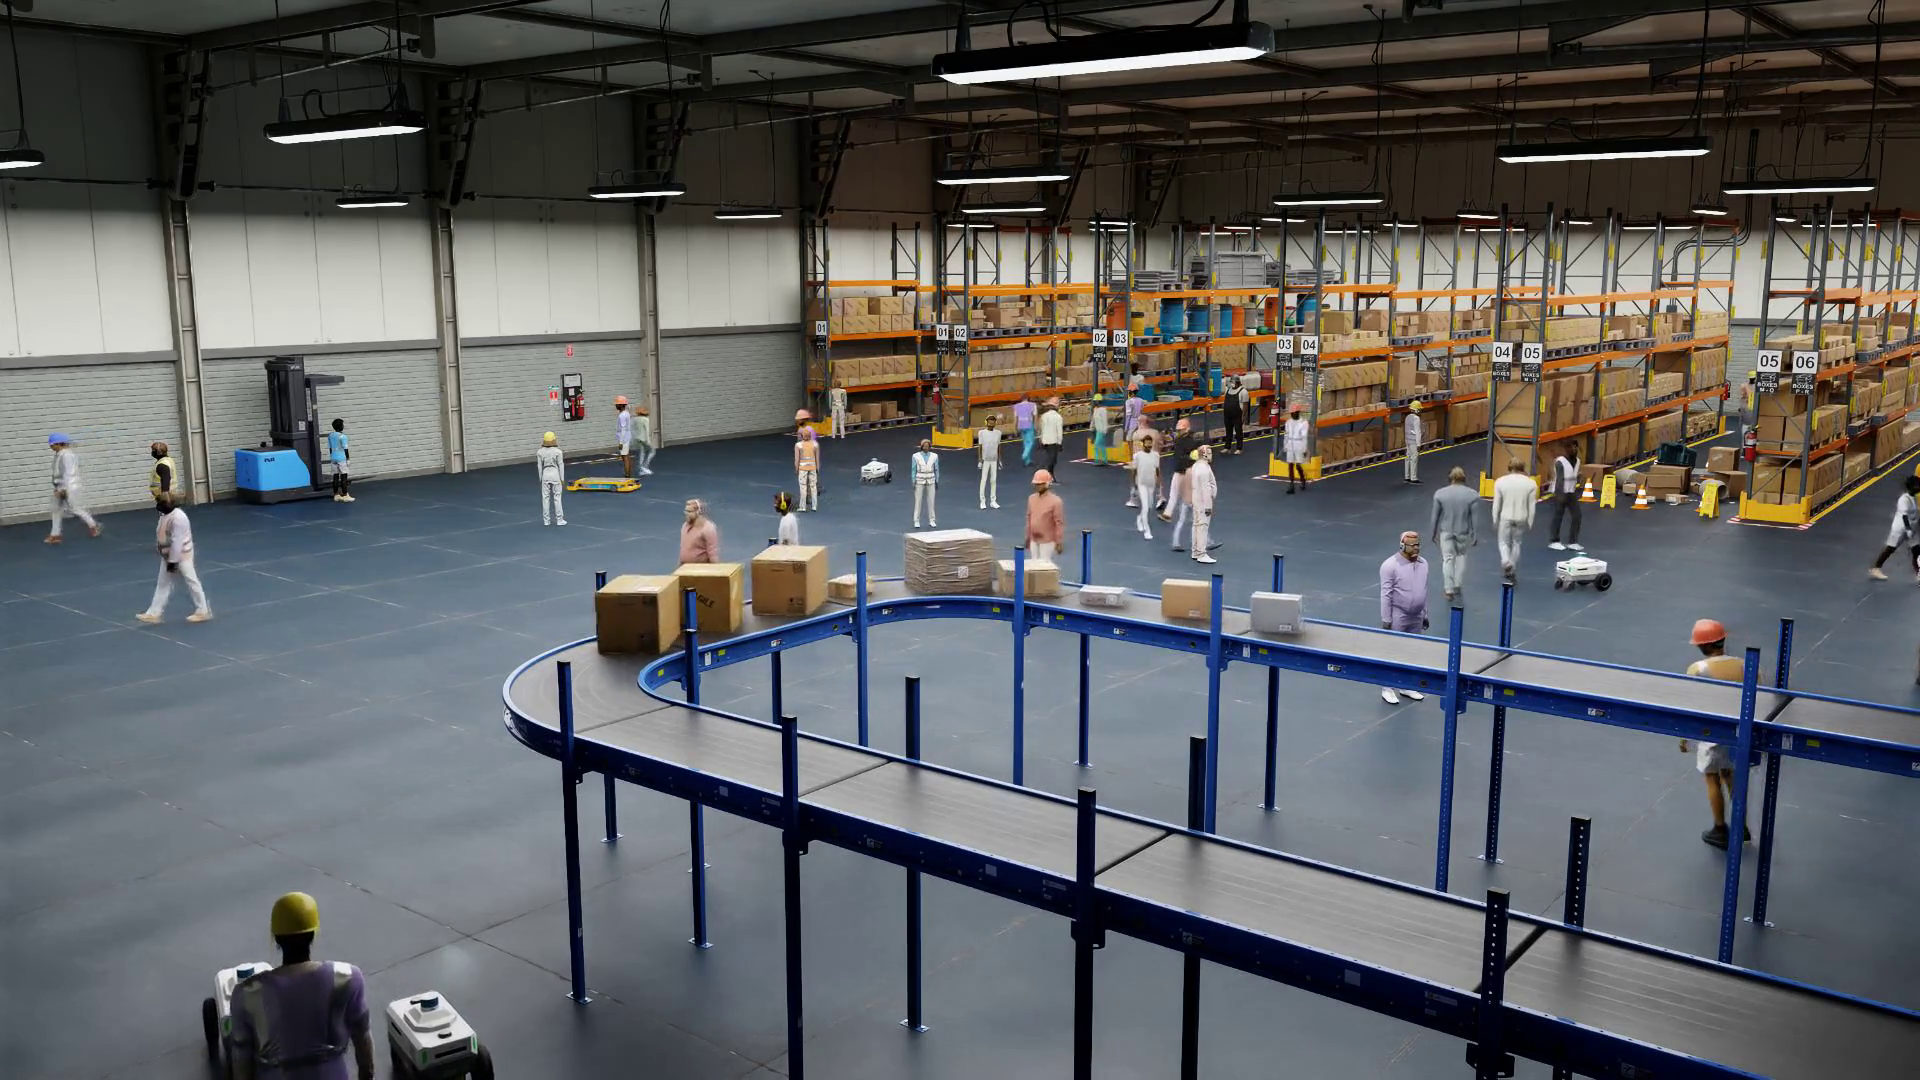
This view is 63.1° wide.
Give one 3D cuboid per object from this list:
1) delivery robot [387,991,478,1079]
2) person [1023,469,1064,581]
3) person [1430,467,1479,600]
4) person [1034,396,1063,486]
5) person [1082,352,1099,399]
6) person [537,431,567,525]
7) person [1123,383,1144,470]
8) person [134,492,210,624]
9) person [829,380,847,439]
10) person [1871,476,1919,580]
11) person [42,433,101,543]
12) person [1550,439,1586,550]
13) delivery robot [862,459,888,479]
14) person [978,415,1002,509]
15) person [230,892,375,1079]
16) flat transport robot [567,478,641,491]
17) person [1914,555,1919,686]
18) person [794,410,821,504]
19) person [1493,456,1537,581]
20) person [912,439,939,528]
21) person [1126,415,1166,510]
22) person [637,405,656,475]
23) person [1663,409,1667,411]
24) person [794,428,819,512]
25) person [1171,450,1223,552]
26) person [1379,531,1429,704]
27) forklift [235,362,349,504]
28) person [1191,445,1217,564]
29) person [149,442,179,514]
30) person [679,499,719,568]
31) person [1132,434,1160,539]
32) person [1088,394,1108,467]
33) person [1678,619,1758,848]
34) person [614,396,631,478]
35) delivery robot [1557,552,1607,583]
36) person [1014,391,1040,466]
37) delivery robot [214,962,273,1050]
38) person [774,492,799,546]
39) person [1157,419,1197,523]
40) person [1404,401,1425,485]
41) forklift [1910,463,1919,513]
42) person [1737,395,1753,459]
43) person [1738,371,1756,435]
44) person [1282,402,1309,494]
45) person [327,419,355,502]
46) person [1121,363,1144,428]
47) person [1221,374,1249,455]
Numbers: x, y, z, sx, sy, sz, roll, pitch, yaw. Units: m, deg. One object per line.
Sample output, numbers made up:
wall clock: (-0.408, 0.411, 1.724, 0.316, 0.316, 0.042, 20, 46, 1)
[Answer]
delivery robot: (-3.137, 2.928, 9.281, 0.477, 0.478, 0.707, -7, 12, -36)
person: (1.183, -0.019, 22.001, 0.496, 1.978, 0.620, -8, 13, -40)
person: (7.162, -0.115, 22.708, 0.661, 1.916, 0.699, 2, 10, 13)
person: (1.908, -2.125, 33.927, 0.804, 1.969, 0.619, -7, 12, -35)
person: (4.234, -5.136, 50.916, 0.633, 1.938, 0.356, 7, 12, 35)
person: (-7.564, -1.143, 28.985, 0.487, 1.746, 0.289, 1, 10, 4)
person: (4.048, -2.679, 36.795, 0.383, 2.041, 0.616, 9, 14, 42)
person: (-10.604, 0.251, 20.984, 0.639, 1.793, 0.932, 9, 13, 41)
person: (-3.369, -3.607, 43.183, 0.508, 1.629, 0.314, 1, 10, 5)
person: (14.374, -0.167, 23.770, 0.541, 1.648, 0.892, -7, 12, -33)
person: (-15.586, -0.931, 27.326, 0.607, 1.918, 0.868, 7, 12, 35)
person: (10.302, -0.756, 26.385, 0.593, 1.890, 0.735, -5, 11, -28)
delivery robot: (-1.881, -1.553, 34.499, 0.477, 0.478, 0.707, 5, 11, 25)
person: (0.596, -1.555, 30.974, 0.510, 1.865, 0.329, -4, 11, -21)
person: (-3.148, 2.589, 7.533, 0.622, 1.892, 0.828, -4, 11, -23)
flat transport robot: (-7.642, -1.199, 33.567, 1.431, 0.197, 0.652, 1, 10, 6)
person: (11.368, 0.734, 18.066, 0.936, 1.866, 0.623, -7, 12, -33)
person: (-3.120, -1.663, 31.421, 0.429, 1.918, 0.562, -6, 12, -32)
person: (8.435, -0.308, 23.814, 0.626, 1.924, 0.558, 2, 10, 12)
person: (-0.633, -1.044, 28.749, 0.520, 1.634, 0.309, -2, 10, -12)
person: (3.704, -1.540, 30.910, 0.659, 1.869, 0.930, -6, 12, -31)
person: (-7.170, -2.283, 35.733, 0.405, 1.616, 0.534, -8, 13, -39)
person: (20.385, -4.209, 45.405, 0.612, 2.043, 0.374, 4, 11, 24)
person: (-2.986, -1.365, 30.531, 0.520, 1.640, 0.307, -5, 11, -27)
person: (3.974, -0.655, 26.281, 0.893, 1.721, 0.543, -3, 10, -15)
person: (4.946, 0.846, 17.335, 0.639, 1.910, 0.407, -5, 11, -26)
forklift: (-13.803, -2.244, 32.110, 1.129, 2.768, 1.873, 8, 13, 37)
person: (3.971, -0.594, 25.430, 0.408, 1.913, 0.641, -1, 10, -7)
person: (-13.448, -0.739, 26.443, 0.430, 1.845, 0.623, -4, 11, -21)
person: (-3.329, 0.388, 20.038, 0.981, 1.867, 0.663, -9, 13, -40)
person: (3.296, -0.986, 27.850, 0.522, 1.845, 0.818, -3, 10, -15)
person: (3.259, -2.606, 37.238, 0.706, 1.744, 0.542, -3, 11, -17)
person: (6.332, 1.606, 13.096, 0.579, 1.890, 0.535, -1, 10, -6)
person: (-7.418, -2.208, 34.426, 0.347, 1.943, 0.545, -1, 10, -4)
delivery robot: (9.277, 0.428, 23.347, 0.707, 0.478, 0.477, -3, 10, -17)
person: (1.573, -2.646, 37.271, 0.627, 1.810, 0.653, 5, 11, 25)
delivery robot: (-4.396, 2.860, 9.662, 0.477, 0.478, 0.707, -5, 11, -28)
person: (-2.363, 0.283, 20.691, 0.641, 1.849, 0.516, -1, 10, -7)
person: (4.138, -1.278, 29.170, 1.028, 1.942, 0.629, -8, 13, -38)
person: (9.986, -2.144, 34.361, 0.403, 1.837, 0.591, -2, 10, -10)
forklift: (19.034, -1.348, 28.998, 2.313, 2.155, 1.214, 8, 13, 37)
person: (19.653, -2.849, 38.929, 0.519, 1.628, 0.493, 7, 12, 36)
person: (21.613, -3.677, 42.777, 0.619, 1.900, 0.653, 5, 11, 26)
person: (7.057, -1.934, 32.920, 0.577, 1.925, 0.443, 9, 14, 42)
person: (-12.608, -1.624, 31.829, 0.540, 1.696, 0.316, 5, 11, 28)
person: (4.986, -4.167, 45.435, 0.644, 1.940, 0.754, 10, 14, 44)
person: (6.941, -3.174, 39.707, 0.683, 2.000, 0.537, 9, 14, 42)
